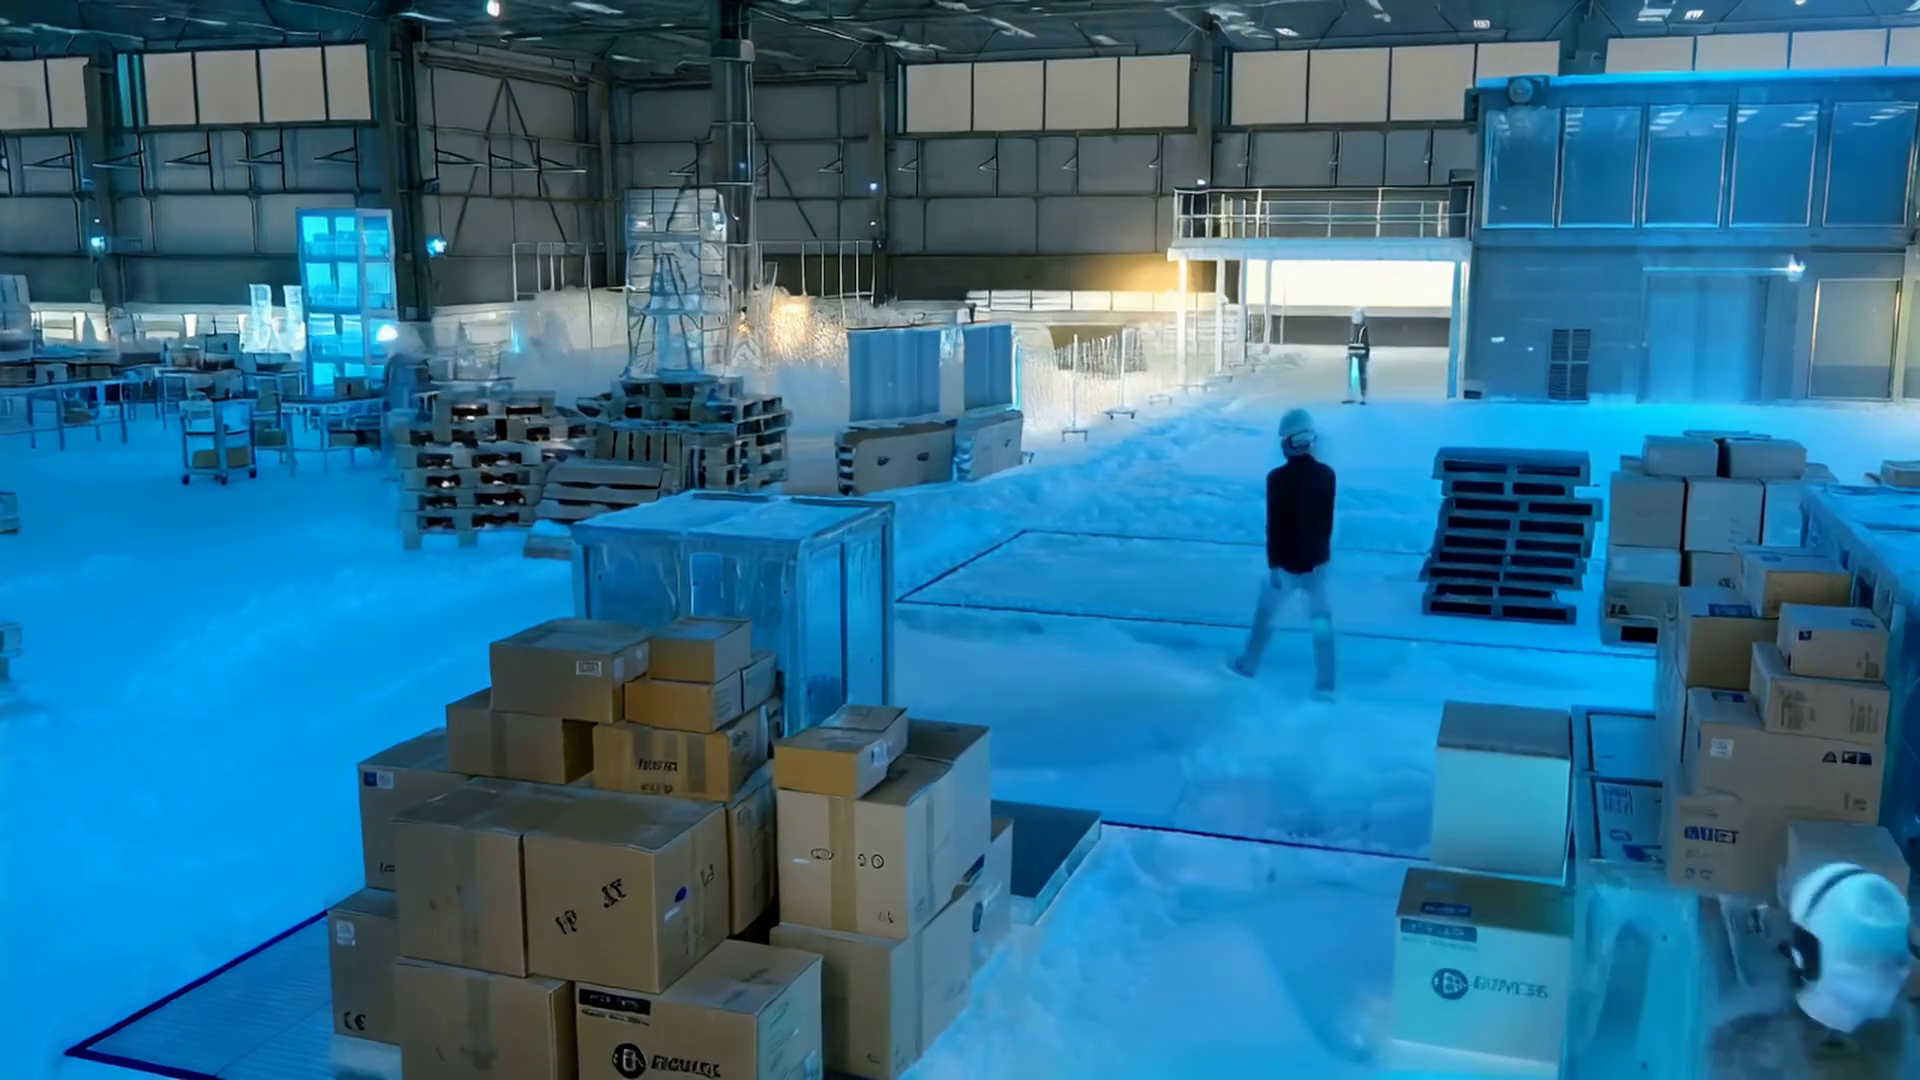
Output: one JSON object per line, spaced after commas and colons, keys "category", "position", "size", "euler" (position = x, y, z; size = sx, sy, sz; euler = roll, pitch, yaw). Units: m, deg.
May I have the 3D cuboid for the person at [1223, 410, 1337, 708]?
{"category": "person", "position": [2.216, 0.100, 11.145], "size": [0.654, 1.934, 1.029], "euler": [-6, 11, -29]}

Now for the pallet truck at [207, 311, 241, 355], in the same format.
{"category": "pallet truck", "position": [-19.537, -5.575, 44.913], "size": [0.653, 1.274, 1.630], "euler": [3, 11, 19]}

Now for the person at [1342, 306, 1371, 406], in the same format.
{"category": "person", "position": [7.511, -3.475, 31.463], "size": [0.364, 1.880, 0.582], "euler": [-6, 12, -29]}

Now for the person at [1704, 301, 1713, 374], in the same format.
{"category": "person", "position": [15.804, -4.130, 35.064], "size": [0.432, 1.894, 0.670], "euler": [-3, 11, -17]}

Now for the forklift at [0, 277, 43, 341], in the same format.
{"category": "forklift", "position": [-27.151, -6.329, 46.328], "size": [1.157, 1.987, 2.680], "euler": [3, 11, 17]}

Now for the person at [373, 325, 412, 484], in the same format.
{"category": "person", "position": [-7.234, -1.704, 21.103], "size": [0.610, 2.024, 0.607], "euler": [-7, 12, -34]}

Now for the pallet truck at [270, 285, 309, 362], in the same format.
{"category": "pallet truck", "position": [-17.147, -5.700, 43.663], "size": [0.823, 1.965, 1.885], "euler": [3, 11, 17]}

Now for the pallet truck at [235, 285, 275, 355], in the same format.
{"category": "pallet truck", "position": [-18.327, -5.835, 44.421], "size": [0.823, 1.965, 1.885], "euler": [4, 11, 23]}

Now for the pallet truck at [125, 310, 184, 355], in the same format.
{"category": "pallet truck", "position": [-22.038, -5.665, 45.457], "size": [0.704, 1.261, 1.522], "euler": [3, 11, 17]}

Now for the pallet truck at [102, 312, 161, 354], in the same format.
{"category": "pallet truck", "position": [-23.057, -5.777, 46.261], "size": [0.680, 1.201, 1.601], "euler": [3, 11, 19]}

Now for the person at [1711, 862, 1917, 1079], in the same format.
{"category": "person", "position": [1.722, 1.547, 3.297], "size": [0.504, 1.836, 0.849], "euler": [-2, 10, -12]}
